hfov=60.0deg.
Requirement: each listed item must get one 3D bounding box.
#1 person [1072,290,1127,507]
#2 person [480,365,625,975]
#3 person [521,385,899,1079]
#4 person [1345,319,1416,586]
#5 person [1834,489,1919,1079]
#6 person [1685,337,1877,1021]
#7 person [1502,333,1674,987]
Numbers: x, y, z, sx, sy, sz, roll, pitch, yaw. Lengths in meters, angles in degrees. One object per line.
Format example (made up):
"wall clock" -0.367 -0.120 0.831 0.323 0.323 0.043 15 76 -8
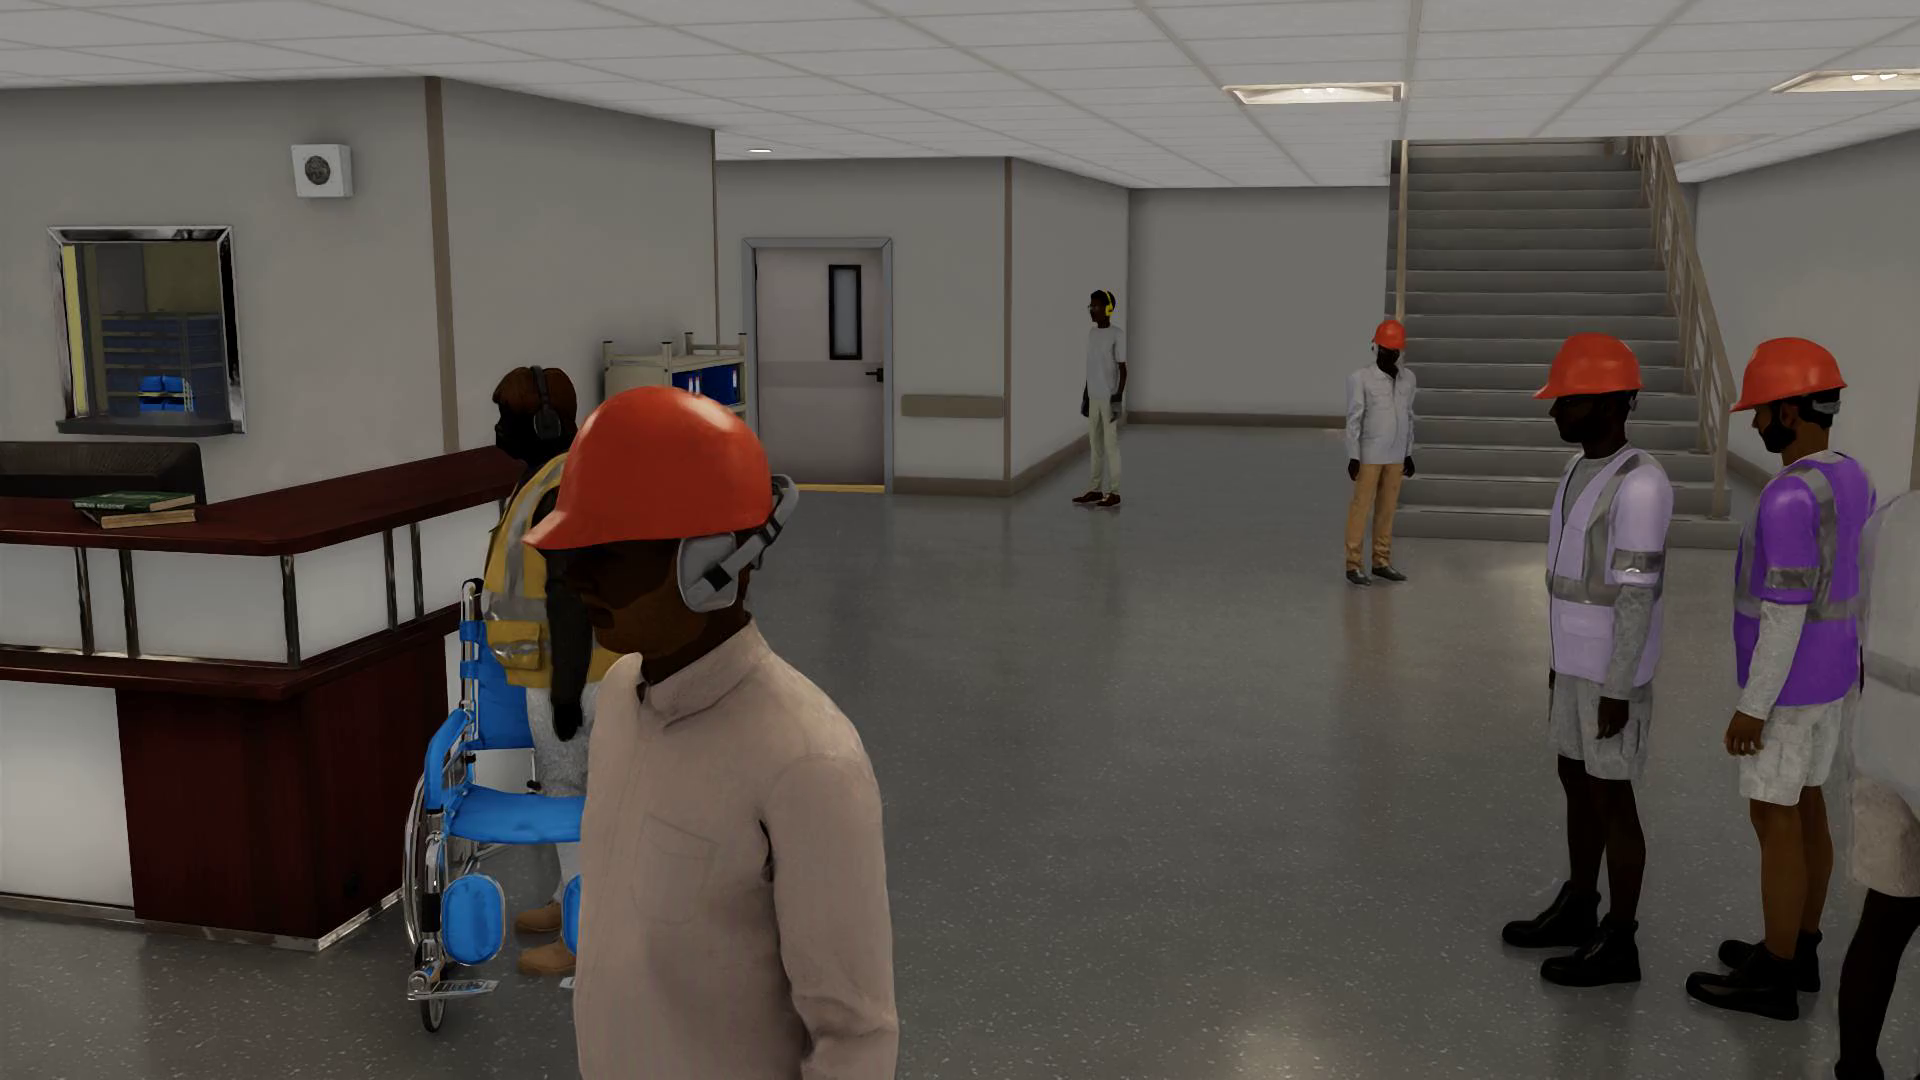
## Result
"person" 1.226 -1.221 14.397 0.329 1.874 0.518 -6 11 -33
"person" -1.228 0.387 5.061 0.429 1.835 0.630 -3 10 -16
"person" -0.334 0.794 2.168 0.396 1.992 0.623 -7 12 -37
"person" 2.789 -0.575 10.955 0.564 1.745 0.344 -5 11 -27
"person" 2.325 0.525 3.868 0.439 1.948 0.647 -1 10 -5
"person" 2.328 0.393 4.730 0.374 1.928 0.542 9 13 44
"person" 1.867 0.355 4.958 0.388 1.930 0.543 -1 10 -3
